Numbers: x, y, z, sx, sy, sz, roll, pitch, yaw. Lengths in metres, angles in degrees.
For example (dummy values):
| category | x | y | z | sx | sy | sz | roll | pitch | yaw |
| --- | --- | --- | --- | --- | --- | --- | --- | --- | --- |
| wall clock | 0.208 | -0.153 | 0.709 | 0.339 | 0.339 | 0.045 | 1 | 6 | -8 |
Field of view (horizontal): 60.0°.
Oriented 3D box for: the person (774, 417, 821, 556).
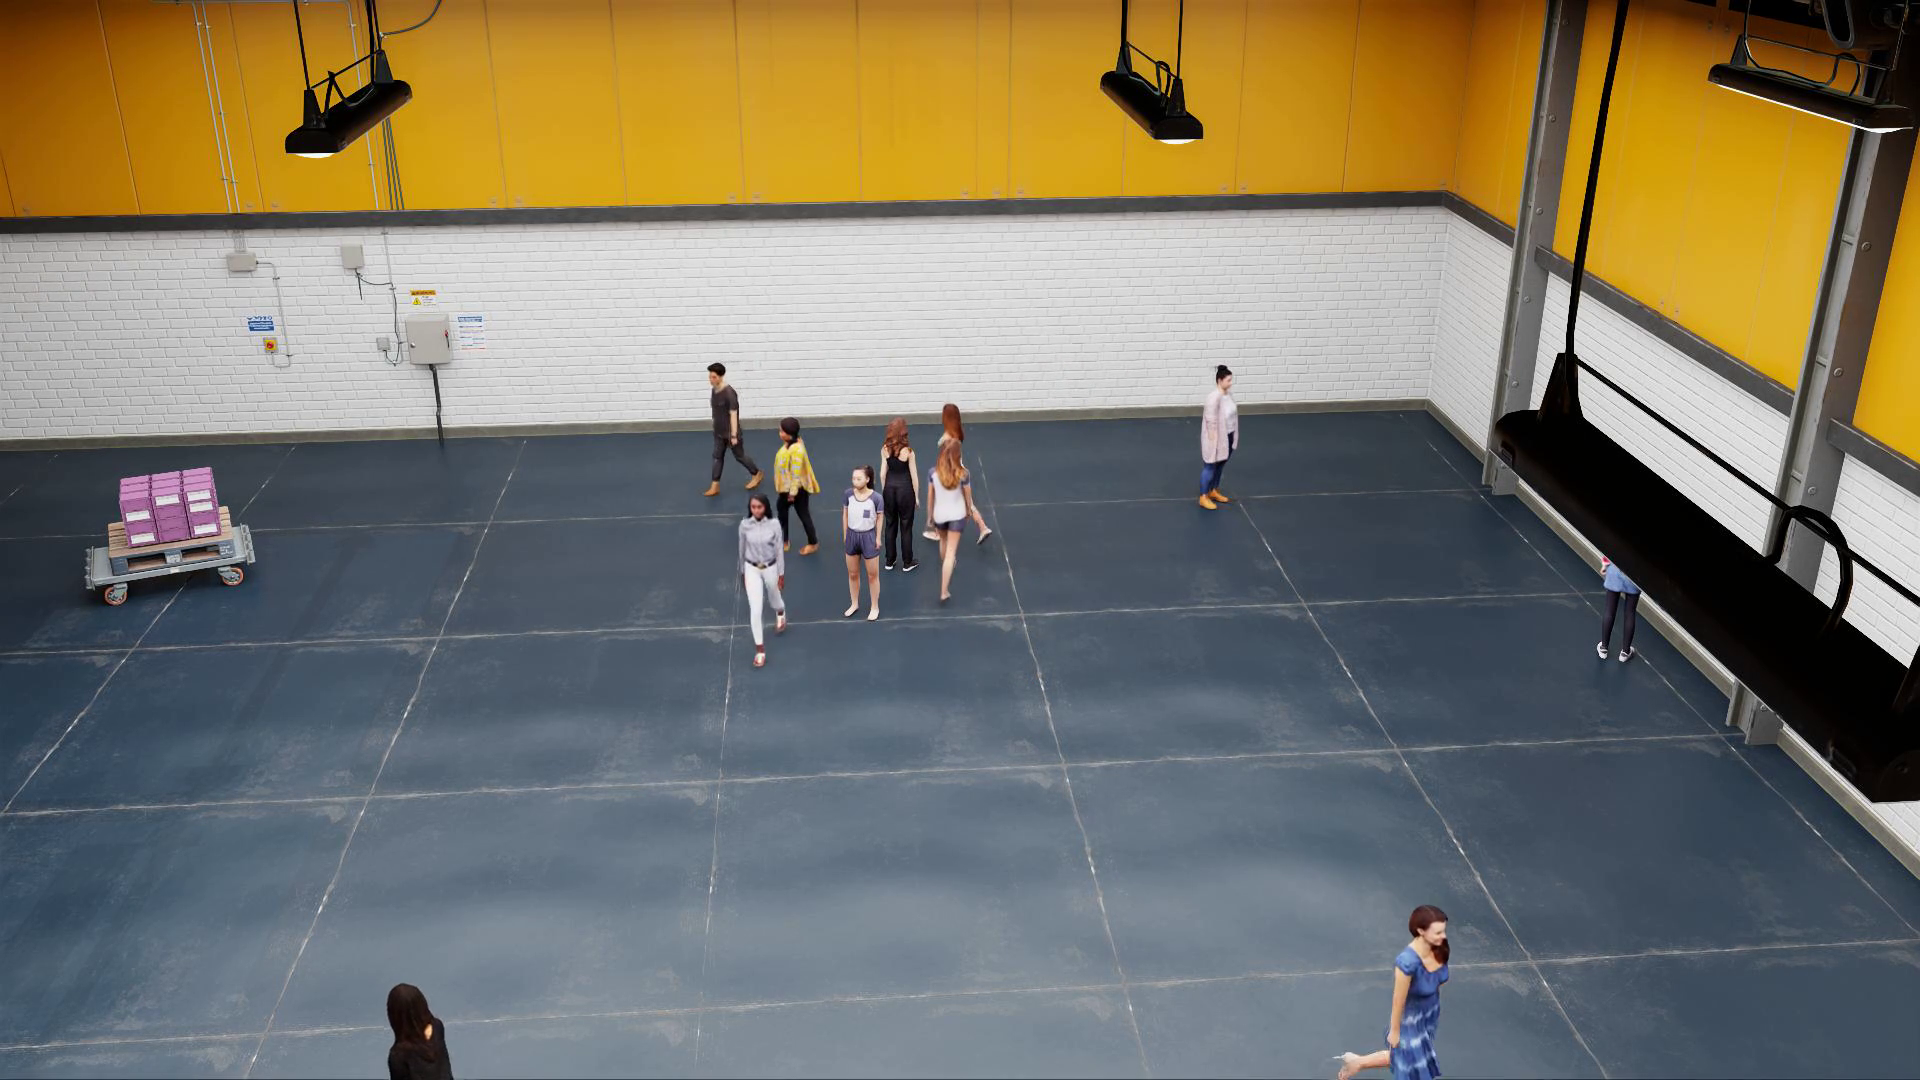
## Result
| category | x | y | z | sx | sy | sz | roll | pitch | yaw |
| --- | --- | --- | --- | --- | --- | --- | --- | --- | --- |
| person | -1.738 | -0.596 | 18.439 | 0.864 | 1.633 | 0.828 | -8 | 25 | -18 |

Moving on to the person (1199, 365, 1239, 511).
| category | x | y | z | sx | sy | sz | roll | pitch | yaw |
| --- | --- | --- | --- | --- | --- | --- | --- | --- | --- |
| person | 3.067 | -1.243 | 19.784 | 0.855 | 1.742 | 0.781 | 16 | 28 | 32 |

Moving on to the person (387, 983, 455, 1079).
| category | x | y | z | sx | sy | sz | roll | pitch | yaw |
| --- | --- | --- | --- | --- | --- | --- | --- | --- | --- |
| person | -3.004 | 3.291 | 9.580 | 1.049 | 1.606 | 1.073 | 14 | 27 | 29 |

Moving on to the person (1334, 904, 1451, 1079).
| category | x | y | z | sx | sy | sz | roll | pitch | yaw |
| --- | --- | --- | --- | --- | --- | --- | --- | --- | --- |
| person | 2.696 | 2.954 | 10.138 | 1.159 | 1.778 | 1.066 | 21 | 31 | 39 |

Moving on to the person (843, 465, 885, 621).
| category | x | y | z | sx | sy | sz | roll | pitch | yaw |
| --- | --- | --- | --- | --- | --- | --- | --- | --- | --- |
| person | -0.998 | 0.012 | 17.027 | 0.665 | 1.651 | 0.655 | 8 | 25 | 17 |

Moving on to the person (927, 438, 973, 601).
| category | x | y | z | sx | sy | sz | roll | pitch | yaw |
| --- | --- | --- | --- | --- | --- | --- | --- | --- | --- |
| person | -0.120 | -0.178 | 17.435 | 0.823 | 1.671 | 1.177 | 5 | 24 | 11 |

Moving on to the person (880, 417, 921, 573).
| category | x | y | z | sx | sy | sz | roll | pitch | yaw |
| --- | --- | --- | --- | --- | --- | --- | --- | --- | --- |
| person | -0.673 | -0.505 | 18.087 | 0.660 | 1.747 | 0.643 | 7 | 25 | 16 |

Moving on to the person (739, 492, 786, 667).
| category | x | y | z | sx | sy | sz | roll | pitch | yaw |
| --- | --- | --- | --- | --- | --- | --- | --- | --- | --- |
| person | -1.907 | 0.318 | 16.266 | 0.705 | 1.699 | 1.120 | 1 | 24 | 3 |

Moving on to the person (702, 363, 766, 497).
| category | x | y | z | sx | sy | sz | roll | pitch | yaw |
| --- | --- | --- | --- | --- | --- | --- | --- | --- | --- |
| person | -2.736 | -1.361 | 20.130 | 1.123 | 1.680 | 1.118 | -19 | 30 | -36 |

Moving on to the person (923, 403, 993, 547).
| category | x | y | z | sx | sy | sz | roll | pitch | yaw |
| --- | --- | --- | --- | --- | --- | --- | --- | --- | --- |
| person | -0.011 | -0.702 | 18.615 | 1.065 | 1.686 | 1.087 | 14 | 27 | 29 |
